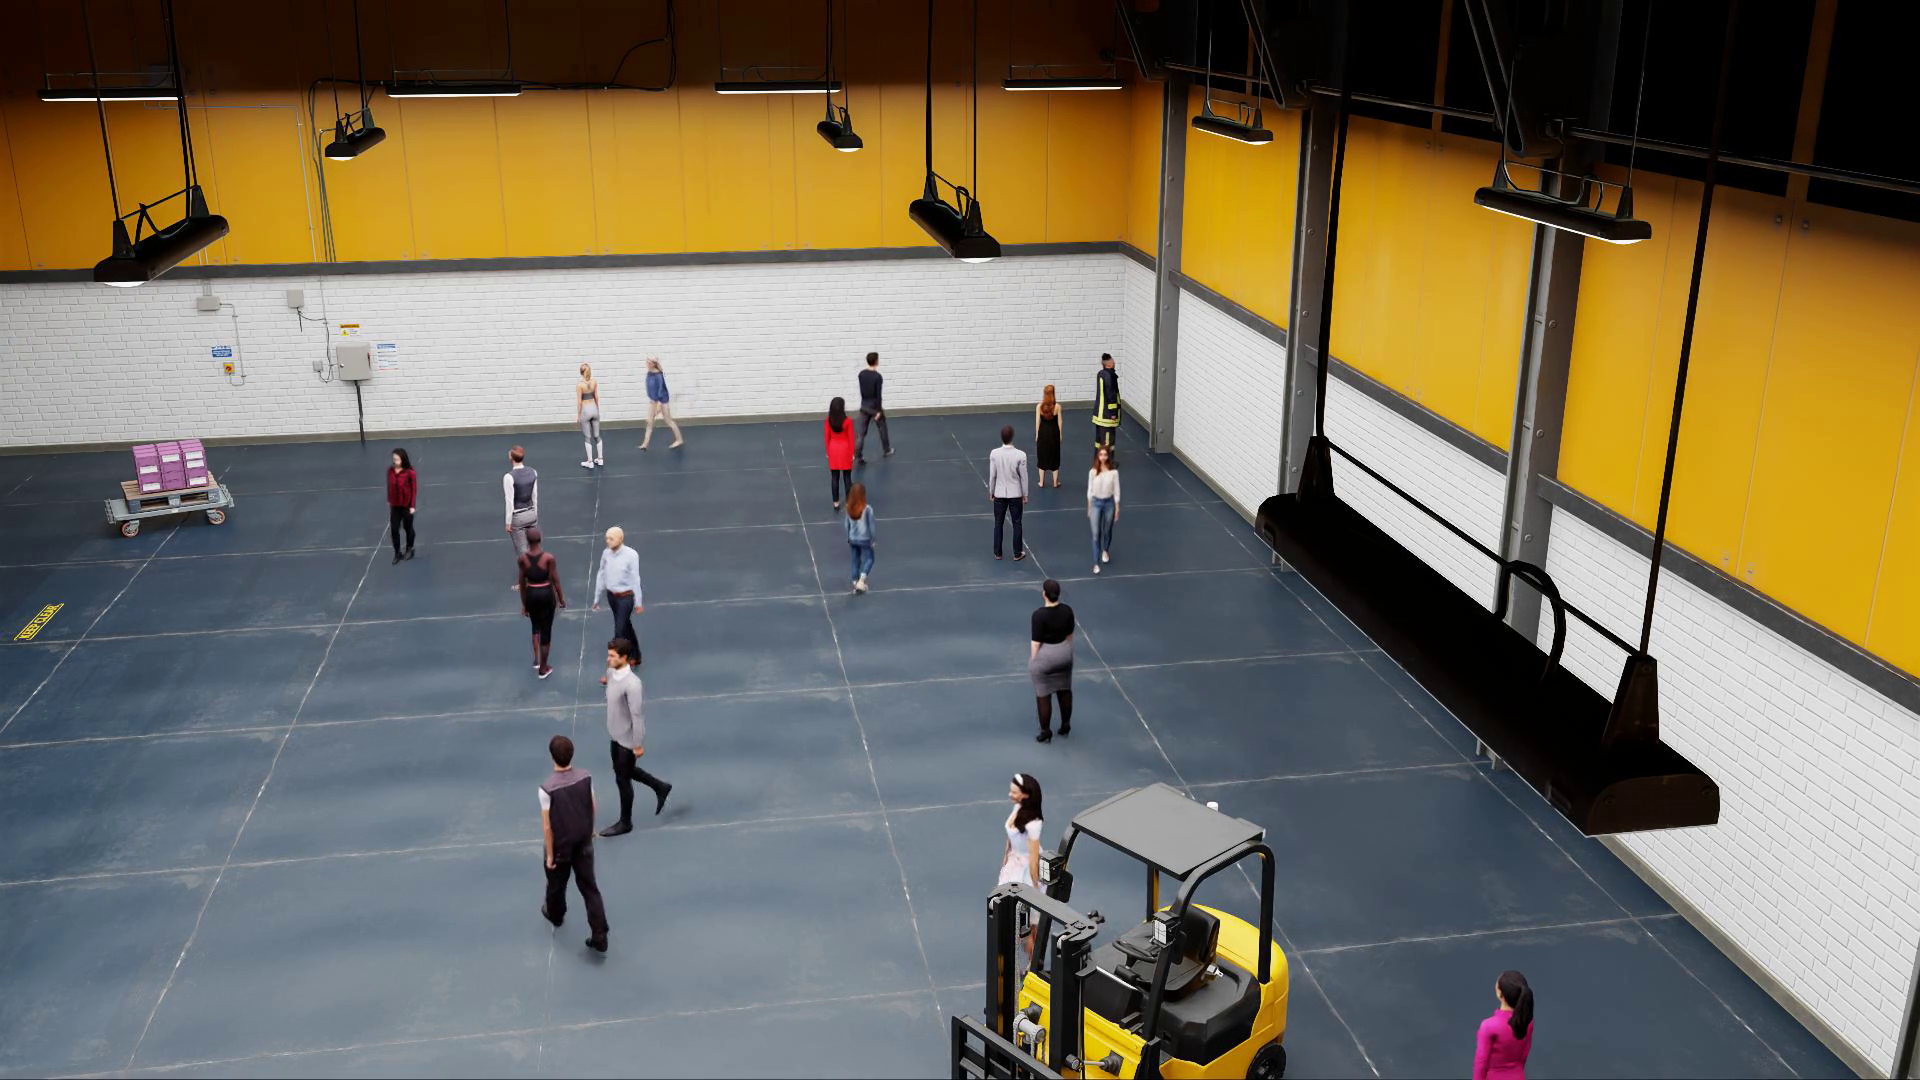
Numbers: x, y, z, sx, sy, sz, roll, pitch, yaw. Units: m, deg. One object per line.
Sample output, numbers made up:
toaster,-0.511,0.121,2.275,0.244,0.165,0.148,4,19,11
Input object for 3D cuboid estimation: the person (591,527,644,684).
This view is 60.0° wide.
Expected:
person,-3.775,0.679,18.813,1.059,1.754,1.153,12,22,31

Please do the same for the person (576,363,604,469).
person,-6.001,-2.024,26.919,0.650,1.702,0.686,-17,25,-41

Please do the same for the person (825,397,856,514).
person,-1.768,-1.259,24.576,0.705,1.749,0.731,4,19,12

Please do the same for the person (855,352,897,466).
person,-1.496,-2.082,26.905,1.123,1.820,1.283,9,21,26

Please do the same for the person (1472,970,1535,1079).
person,3.445,3.518,10.487,0.633,1.686,0.643,-7,20,-19

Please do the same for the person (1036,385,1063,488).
person,1.377,-1.617,25.830,0.628,1.626,0.648,2,19,5

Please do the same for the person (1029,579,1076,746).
person,0.955,1.244,17.128,0.742,1.757,0.731,-10,21,-26

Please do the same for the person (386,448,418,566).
person,-7.494,-0.501,22.516,0.755,1.626,0.791,4,19,12

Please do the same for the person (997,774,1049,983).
person,0.600,2.631,12.938,0.715,1.804,0.703,-3,19,-10

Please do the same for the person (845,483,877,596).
person,-1.307,0.014,21.236,0.683,1.467,0.710,7,20,20

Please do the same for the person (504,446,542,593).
person,-5.622,-0.290,21.401,0.791,1.938,0.740,14,23,35

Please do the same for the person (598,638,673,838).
person,-2.989,1.778,15.305,1.065,1.909,1.116,-12,22,-33

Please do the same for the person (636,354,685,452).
person,-4.951,-2.294,27.802,1.068,1.650,1.130,-14,23,-36

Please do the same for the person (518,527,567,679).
person,-4.738,0.732,18.673,0.668,1.742,0.720,1,19,4

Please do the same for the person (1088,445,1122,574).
person,1.925,-0.437,22.239,0.823,1.682,1.212,2,19,6

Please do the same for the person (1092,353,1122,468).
person,2.385,-2.139,27.013,0.819,1.859,0.635,-5,19,-14

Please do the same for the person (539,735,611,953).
person,-3.084,2.482,13.381,1.040,1.804,1.279,-14,23,-36

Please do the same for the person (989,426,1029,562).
person,0.651,-0.637,22.570,0.753,1.849,0.703,4,19,11
